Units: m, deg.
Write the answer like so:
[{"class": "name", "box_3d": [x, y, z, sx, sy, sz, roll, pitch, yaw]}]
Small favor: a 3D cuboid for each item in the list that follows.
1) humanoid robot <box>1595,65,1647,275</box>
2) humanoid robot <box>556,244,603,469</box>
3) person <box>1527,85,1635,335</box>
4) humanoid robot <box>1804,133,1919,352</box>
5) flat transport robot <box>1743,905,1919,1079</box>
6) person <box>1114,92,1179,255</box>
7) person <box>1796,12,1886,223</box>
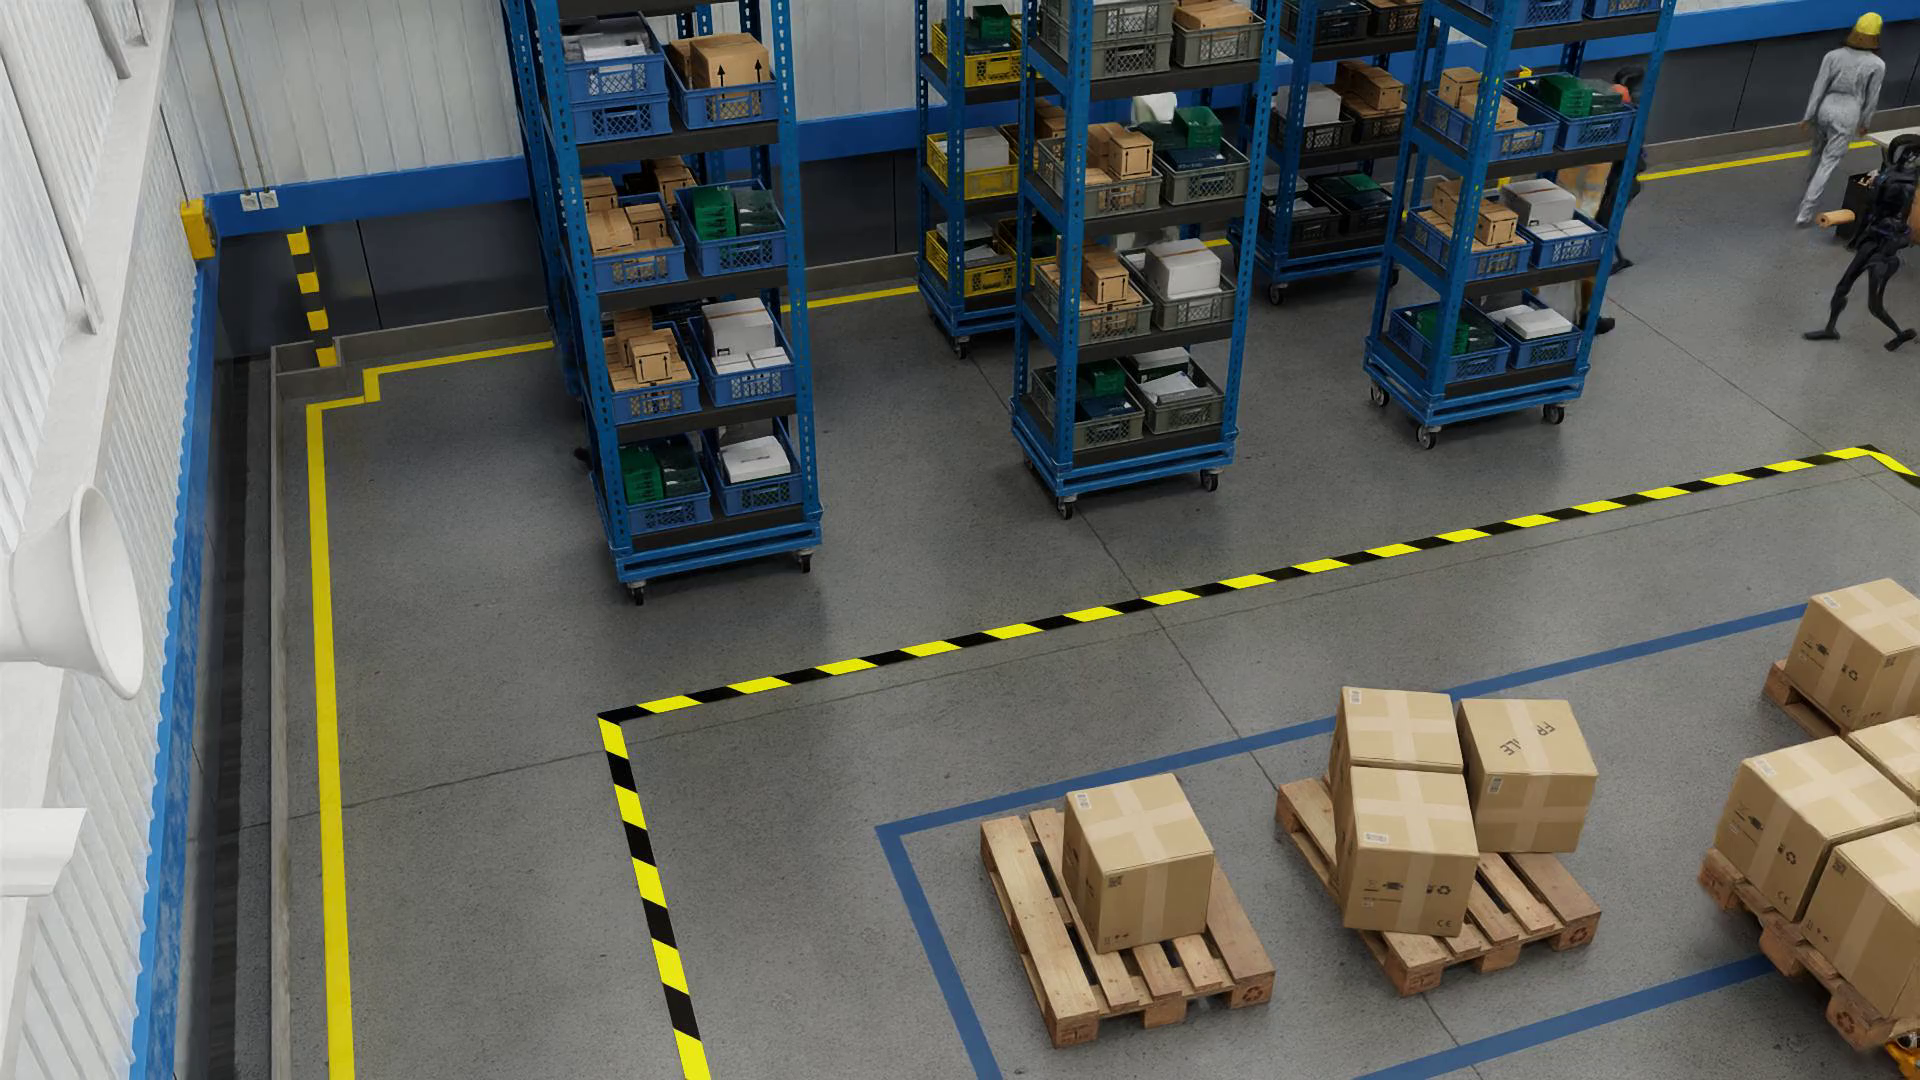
[{"class": "humanoid robot", "box_3d": [5.137, -2.856, 12.905, 0.371, 1.655, 0.616, -2, 35, -3]}, {"class": "humanoid robot", "box_3d": [-2.305, -1.146, 10.455, 0.354, 1.654, 0.600, -4, 35, -6]}, {"class": "person", "box_3d": [4.533, -2.350, 11.976, 0.874, 1.901, 0.554, -9, 36, -12]}, {"class": "humanoid robot", "box_3d": [6.632, -2.107, 11.854, 0.687, 1.652, 0.601, 2, 35, 2]}, {"class": "flat transport robot", "box_3d": [4.112, 1.823, 7.447, 0.652, 0.197, 1.431, -11, 37, -15]}, {"class": "person", "box_3d": [1.455, -2.996, 12.974, 0.469, 1.811, 0.704, 18, 39, 23]}, {"class": "person", "box_3d": [7.287, -3.516, 13.801, 0.486, 1.691, 0.911, 27, 43, 33]}]
